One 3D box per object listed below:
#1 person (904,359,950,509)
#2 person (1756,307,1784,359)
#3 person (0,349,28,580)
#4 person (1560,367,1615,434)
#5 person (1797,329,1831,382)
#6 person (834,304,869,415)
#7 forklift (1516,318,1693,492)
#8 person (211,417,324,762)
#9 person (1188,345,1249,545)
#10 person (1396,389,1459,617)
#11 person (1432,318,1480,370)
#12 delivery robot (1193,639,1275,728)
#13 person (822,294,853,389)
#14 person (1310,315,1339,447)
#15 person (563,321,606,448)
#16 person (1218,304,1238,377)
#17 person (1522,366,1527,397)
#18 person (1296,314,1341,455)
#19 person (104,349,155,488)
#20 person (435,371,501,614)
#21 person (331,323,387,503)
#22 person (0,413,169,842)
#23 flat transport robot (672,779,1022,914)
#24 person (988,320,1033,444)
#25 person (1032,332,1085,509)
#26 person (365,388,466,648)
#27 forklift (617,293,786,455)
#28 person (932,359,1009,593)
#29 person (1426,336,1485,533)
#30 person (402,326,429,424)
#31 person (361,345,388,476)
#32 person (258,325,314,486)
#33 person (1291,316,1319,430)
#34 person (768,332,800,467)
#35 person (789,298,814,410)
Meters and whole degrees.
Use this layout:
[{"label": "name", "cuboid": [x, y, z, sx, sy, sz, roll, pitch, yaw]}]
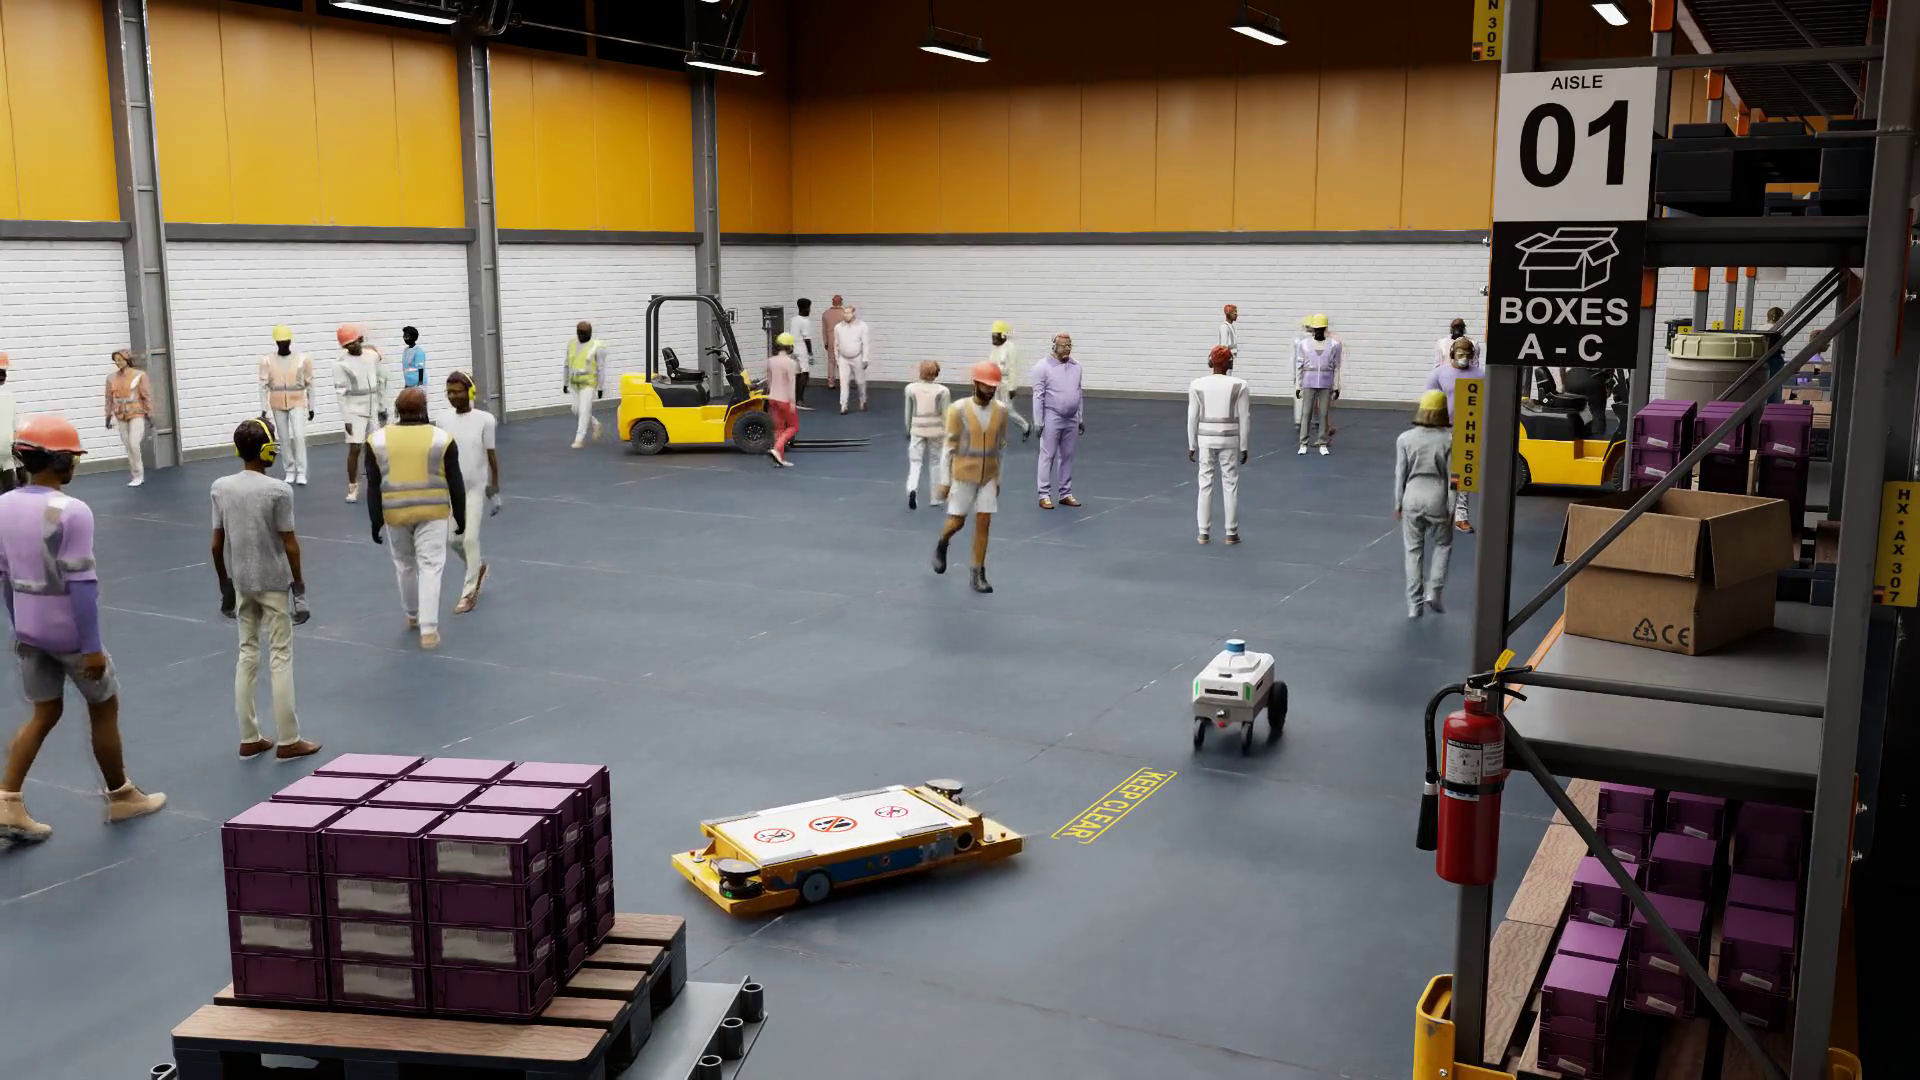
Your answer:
[{"label": "person", "cuboid": [-0.360, -1.129, 17.810, 0.516, 1.618, 0.687, 2, 10, 9]}, {"label": "person", "cuboid": [12.273, -2.566, 25.243, 0.370, 1.934, 0.627, -2, 10, -9]}, {"label": "person", "cuboid": [-8.042, -0.617, 13.839, 0.489, 1.974, 0.609, 1, 10, 8]}, {"label": "person", "cuboid": [8.468, -2.140, 22.467, 0.701, 2.000, 0.543, 4, 11, 23]}, {"label": "person", "cuboid": [10.108, -1.584, 19.820, 0.375, 1.839, 0.570, 1, 10, 6]}, {"label": "person", "cuboid": [-1.850, -3.109, 28.547, 0.636, 1.877, 0.919, 1, 10, 7]}, {"label": "forklift", "cuboid": [7.066, -1.601, 18.899, 2.313, 2.155, 1.214, 5, 11, 27]}, {"label": "person", "cuboid": [-3.774, 0.271, 9.006, 0.533, 1.868, 0.310, 2, 10, 13]}, {"label": "person", "cuboid": [2.435, -0.891, 15.694, 0.574, 1.881, 0.357, 3, 10, 16]}, {"label": "person", "cuboid": [3.531, -0.274, 12.572, 0.488, 1.730, 0.383, 5, 11, 25]}, {"label": "person", "cuboid": [6.885, -2.161, 23.166, 0.634, 1.842, 0.430, 3, 10, 17]}, {"label": "delivery robot", "cuboid": [1.557, 0.808, 9.425, 0.477, 0.478, 0.707, 4, 11, 21]}, {"label": "person", "cuboid": [-2.441, -3.978, 33.483, 0.651, 1.910, 0.409, 4, 11, 22]}, {"label": "person", "cuboid": [5.129, -2.254, 23.574, 0.462, 1.886, 0.687, -5, 11, -25]}, {"label": "person", "cuboid": [-5.279, -2.212, 23.592, 0.669, 1.808, 0.710, 4, 11, 22]}, {"label": "person", "cuboid": [4.502, -3.015, 27.984, 0.337, 1.882, 0.584, 3, 10, 17]}, {"label": "person", "cuboid": [7.679, -2.175, 22.963, 0.355, 1.940, 0.542, 4, 10, 20]}, {"label": "person", "cuboid": [4.870, -2.113, 22.634, 0.594, 1.924, 0.383, 1, 10, 8]}, {"label": "person", "cuboid": [-9.766, -1.418, 19.476, 0.547, 1.619, 0.551, 1, 10, 7]}, {"label": "person", "cuboid": [-3.822, -0.393, 12.916, 0.548, 1.847, 0.740, 2, 10, 10]}, {"label": "person", "cuboid": [-6.565, -1.404, 18.398, 0.393, 1.993, 0.763, 5, 11, 29]}, {"label": "person", "cuboid": [-4.224, 0.412, 7.773, 0.622, 2.018, 0.849, 4, 11, 24]}, {"label": "flat transport robot", "cuboid": [-0.496, 1.342, 7.424, 1.431, 0.197, 0.652, -6, 11, -31]}, {"label": "person", "cuboid": [0.659, -2.184, 23.372, 0.661, 1.814, 0.609, -7, 12, -33]}, {"label": "person", "cuboid": [1.085, -1.288, 17.927, 0.651, 1.904, 0.404, -6, 12, -33]}, {"label": "person", "cuboid": [-3.842, -0.183, 11.849, 0.641, 1.791, 0.921, -1, 10, -7]}, {"label": "forklift", "cuboid": [-3.588, -2.317, 23.042, 2.313, 2.155, 1.214, -1, 10, -5]}, {"label": "person", "cuboid": [0.090, -0.538, 13.591, 0.562, 1.905, 0.767, -5, 11, -26]}, {"label": "person", "cuboid": [4.874, -1.028, 16.334, 0.628, 1.935, 0.373, 0, 10, -3]}, {"label": "person", "cuboid": [-7.955, -2.277, 24.283, 0.320, 1.694, 0.537, -8, 13, -39]}, {"label": "person", "cuboid": [-7.231, -1.589, 20.475, 0.347, 1.628, 0.520, 4, 10, 21]}, {"label": "person", "cuboid": [-7.950, -1.579, 19.643, 0.598, 1.895, 0.857, -3, 10, -15]}, {"label": "person", "cuboid": [5.444, -2.601, 25.917, 0.597, 1.777, 0.964, 5, 11, 25]}, {"label": "person", "cuboid": [-2.272, -1.773, 21.200, 0.528, 1.753, 0.434, 9, 14, 43]}, {"label": "person", "cuboid": [-2.812, -3.263, 29.203, 0.426, 1.964, 0.742, -7, 12, -34]}]
